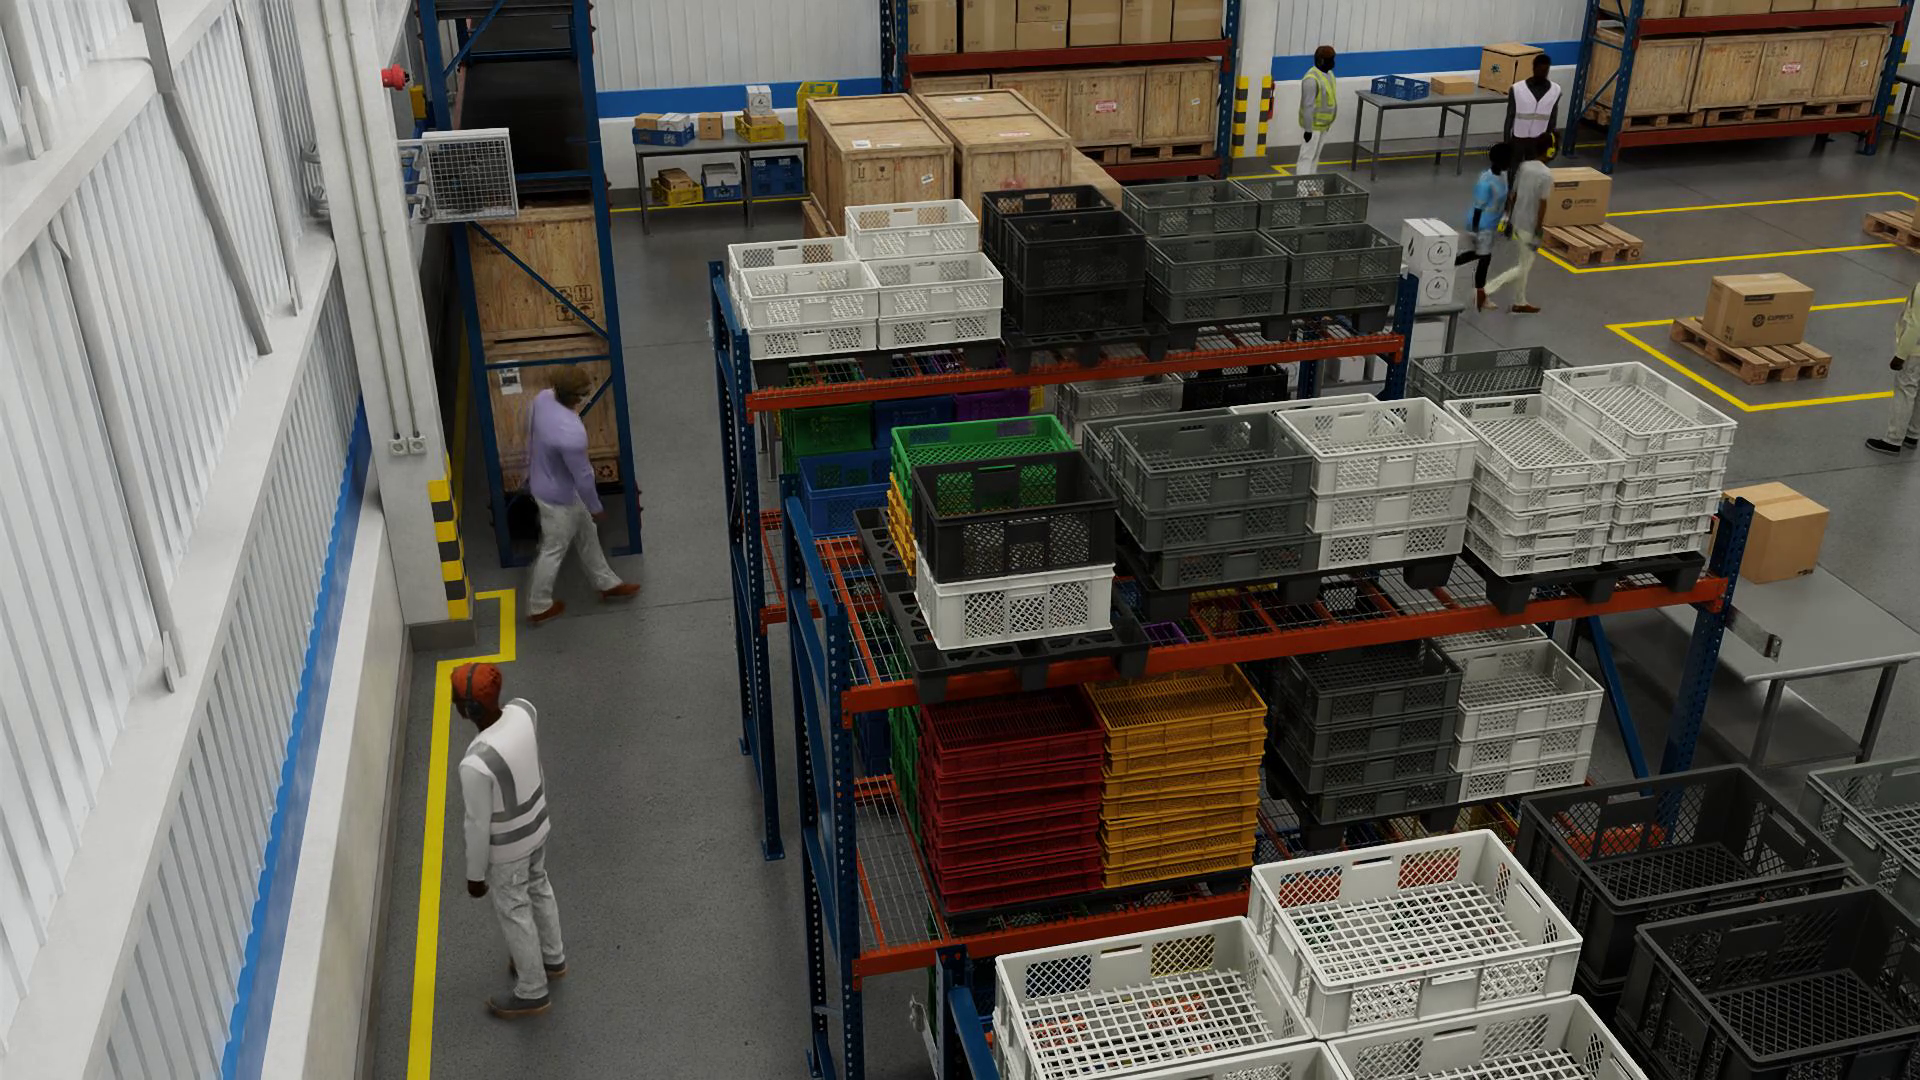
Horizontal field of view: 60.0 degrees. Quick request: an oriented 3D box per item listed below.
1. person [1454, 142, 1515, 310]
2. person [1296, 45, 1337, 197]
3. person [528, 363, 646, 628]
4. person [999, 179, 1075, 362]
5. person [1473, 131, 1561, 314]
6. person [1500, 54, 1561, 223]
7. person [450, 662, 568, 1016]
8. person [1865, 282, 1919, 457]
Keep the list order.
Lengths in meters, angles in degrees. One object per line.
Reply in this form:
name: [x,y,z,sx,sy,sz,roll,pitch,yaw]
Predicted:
person: [5.114,-3.148,16.505,0.688,1.669,0.567,18,33,30]
person: [4.218,-4.906,19.652,0.430,1.844,0.623,16,32,27]
person: [-2.525,-0.310,10.899,0.844,1.876,0.696,-11,30,-19]
person: [0.658,-2.335,14.799,1.022,1.836,0.650,-10,29,-18]
person: [5.416,-3.033,16.114,0.744,1.836,0.510,-6,28,-11]
person: [6.473,-4.571,18.948,0.590,1.914,0.398,0,28,-1]
person: [-2.090,1.378,7.700,0.362,1.878,0.583,6,28,12]
person: [7.692,-1.568,13.332,0.598,1.828,0.403,-15,31,-27]
